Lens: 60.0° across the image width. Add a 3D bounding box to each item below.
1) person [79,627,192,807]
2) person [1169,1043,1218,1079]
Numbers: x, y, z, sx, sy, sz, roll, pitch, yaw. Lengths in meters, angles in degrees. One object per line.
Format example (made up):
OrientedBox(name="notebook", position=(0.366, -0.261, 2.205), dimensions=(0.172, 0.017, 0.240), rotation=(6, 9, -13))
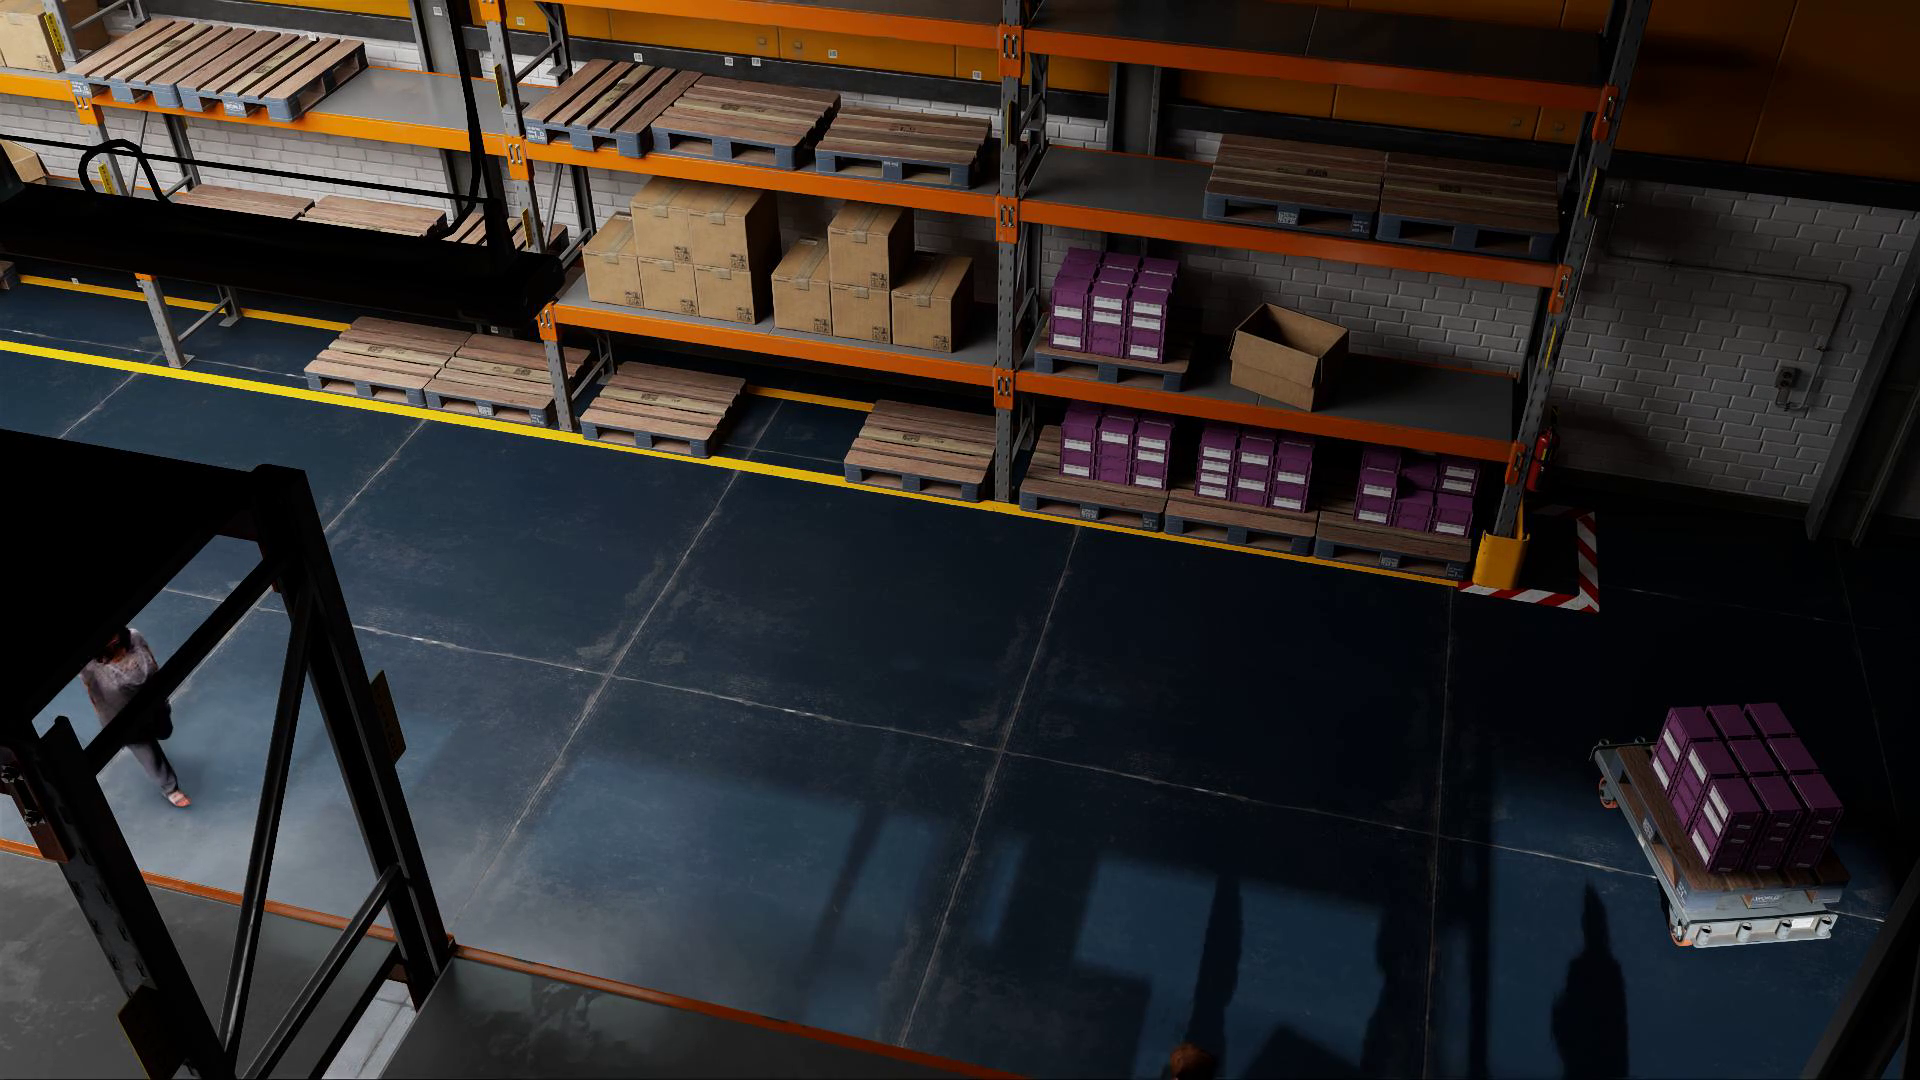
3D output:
OrientedBox(name="person", position=(-5.511, 1.046, 11.019), dimensions=(1.026, 1.588, 0.824), rotation=(24, 44, 27))
OrientedBox(name="person", position=(1.101, 3.063, 8.644), dimensions=(0.911, 1.399, 0.537), rotation=(8, 39, 10))
